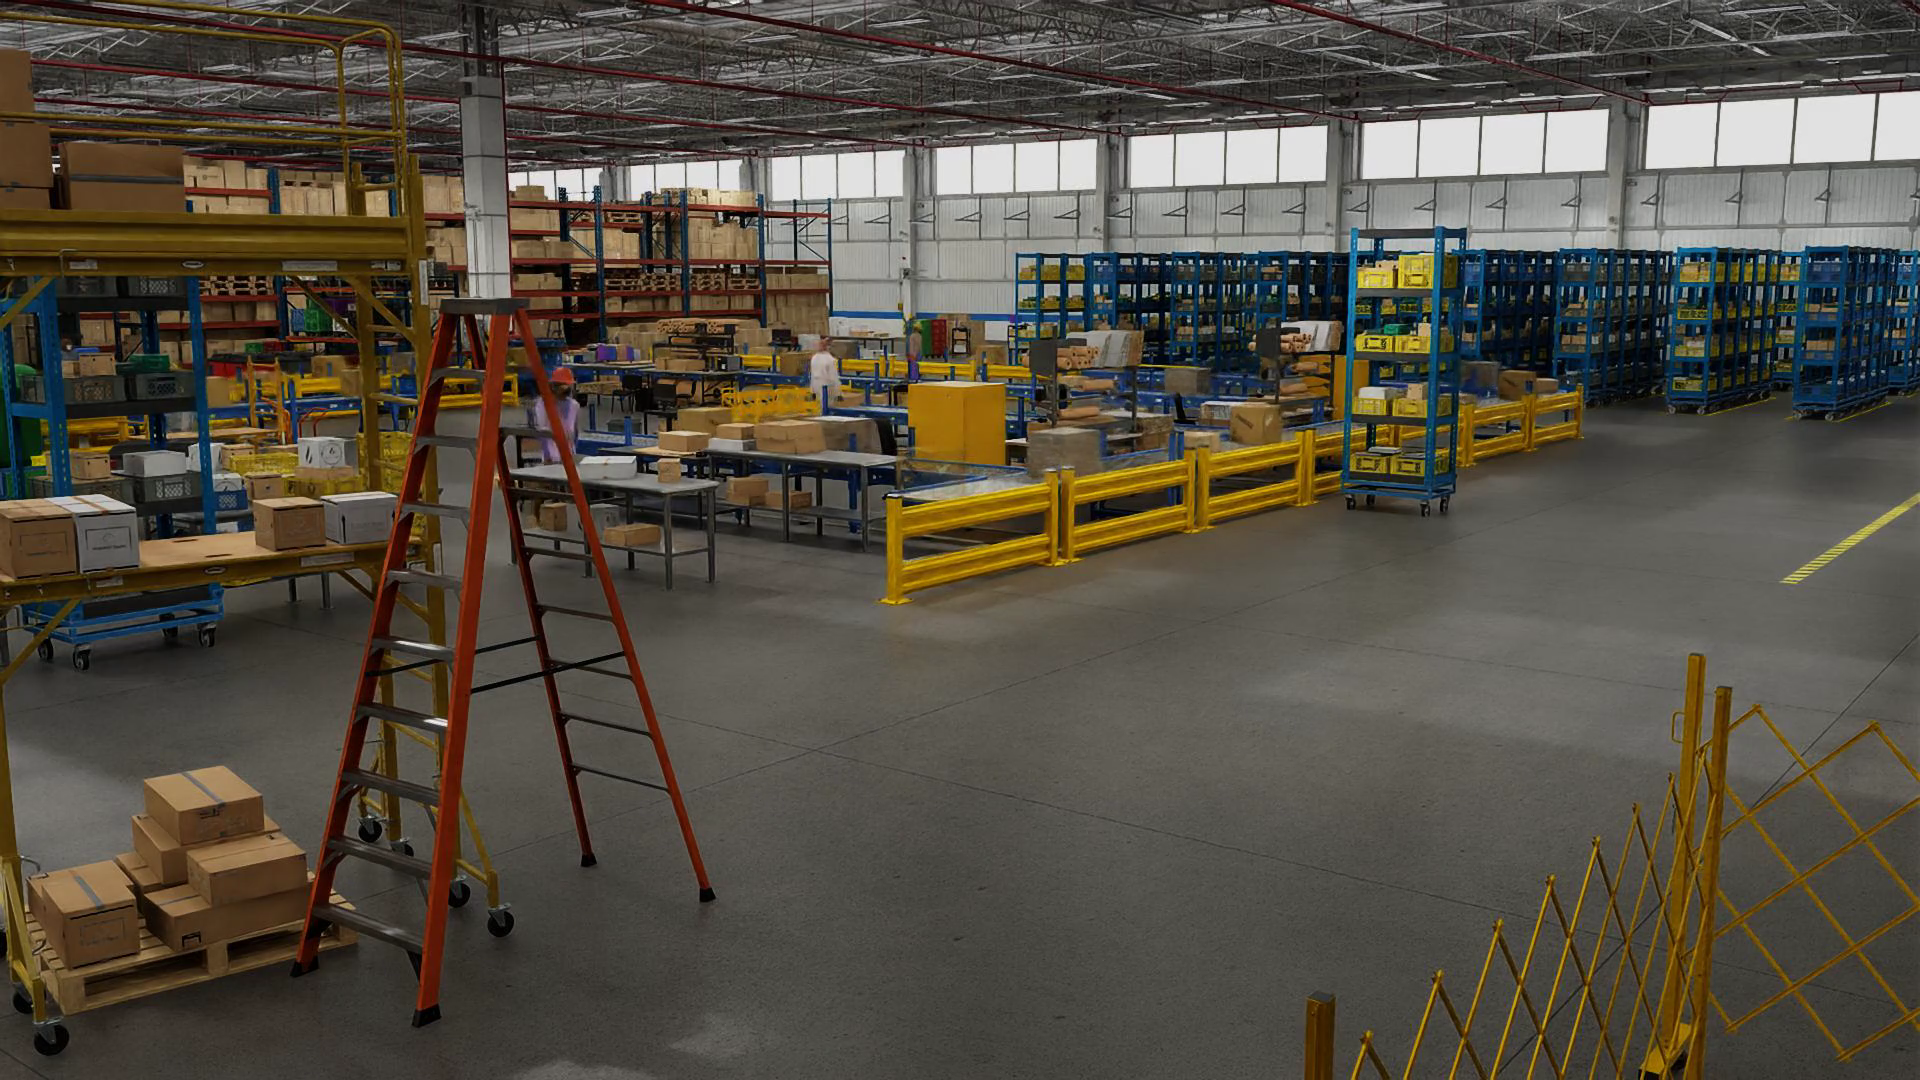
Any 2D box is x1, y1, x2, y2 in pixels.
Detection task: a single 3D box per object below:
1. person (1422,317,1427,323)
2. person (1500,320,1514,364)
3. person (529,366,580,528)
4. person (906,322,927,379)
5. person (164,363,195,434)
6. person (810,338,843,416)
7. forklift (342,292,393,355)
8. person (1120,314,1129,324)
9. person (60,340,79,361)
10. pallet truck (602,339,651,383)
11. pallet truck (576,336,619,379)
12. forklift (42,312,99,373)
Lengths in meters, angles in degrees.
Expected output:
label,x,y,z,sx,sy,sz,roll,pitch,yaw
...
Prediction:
label,x,y,z,sx,sy,sz,roll,pitch,yaw
person,13.136,-5.395,46.962,0.595,1.832,0.404,1,9,5
person,14.940,-5.067,45.045,0.973,1.789,0.588,5,10,27
person,-4.589,-0.988,19.004,1.064,1.995,0.625,8,12,41
person,-1.118,-4.937,44.447,0.875,1.728,0.546,8,12,40
person,-10.813,-1.525,22.876,0.620,1.803,0.682,7,11,37
person,-2.306,-2.653,29.696,0.755,1.880,0.672,-8,12,-40
forklift,-16.485,-5.622,45.120,1.129,2.768,1.873,7,11,37
person,4.964,-6.097,51.039,1.036,1.946,0.632,3,10,17
person,-19.411,-3.568,36.297,0.525,1.583,0.844,-7,12,-38
pallet truck,-8.991,-4.871,45.351,0.653,1.274,1.630,7,11,37
pallet truck,-10.690,-5.294,48.215,1.601,1.201,0.680,-5,10,-26
forklift,-23.779,-5.451,44.052,1.873,2.768,1.129,7,11,36
